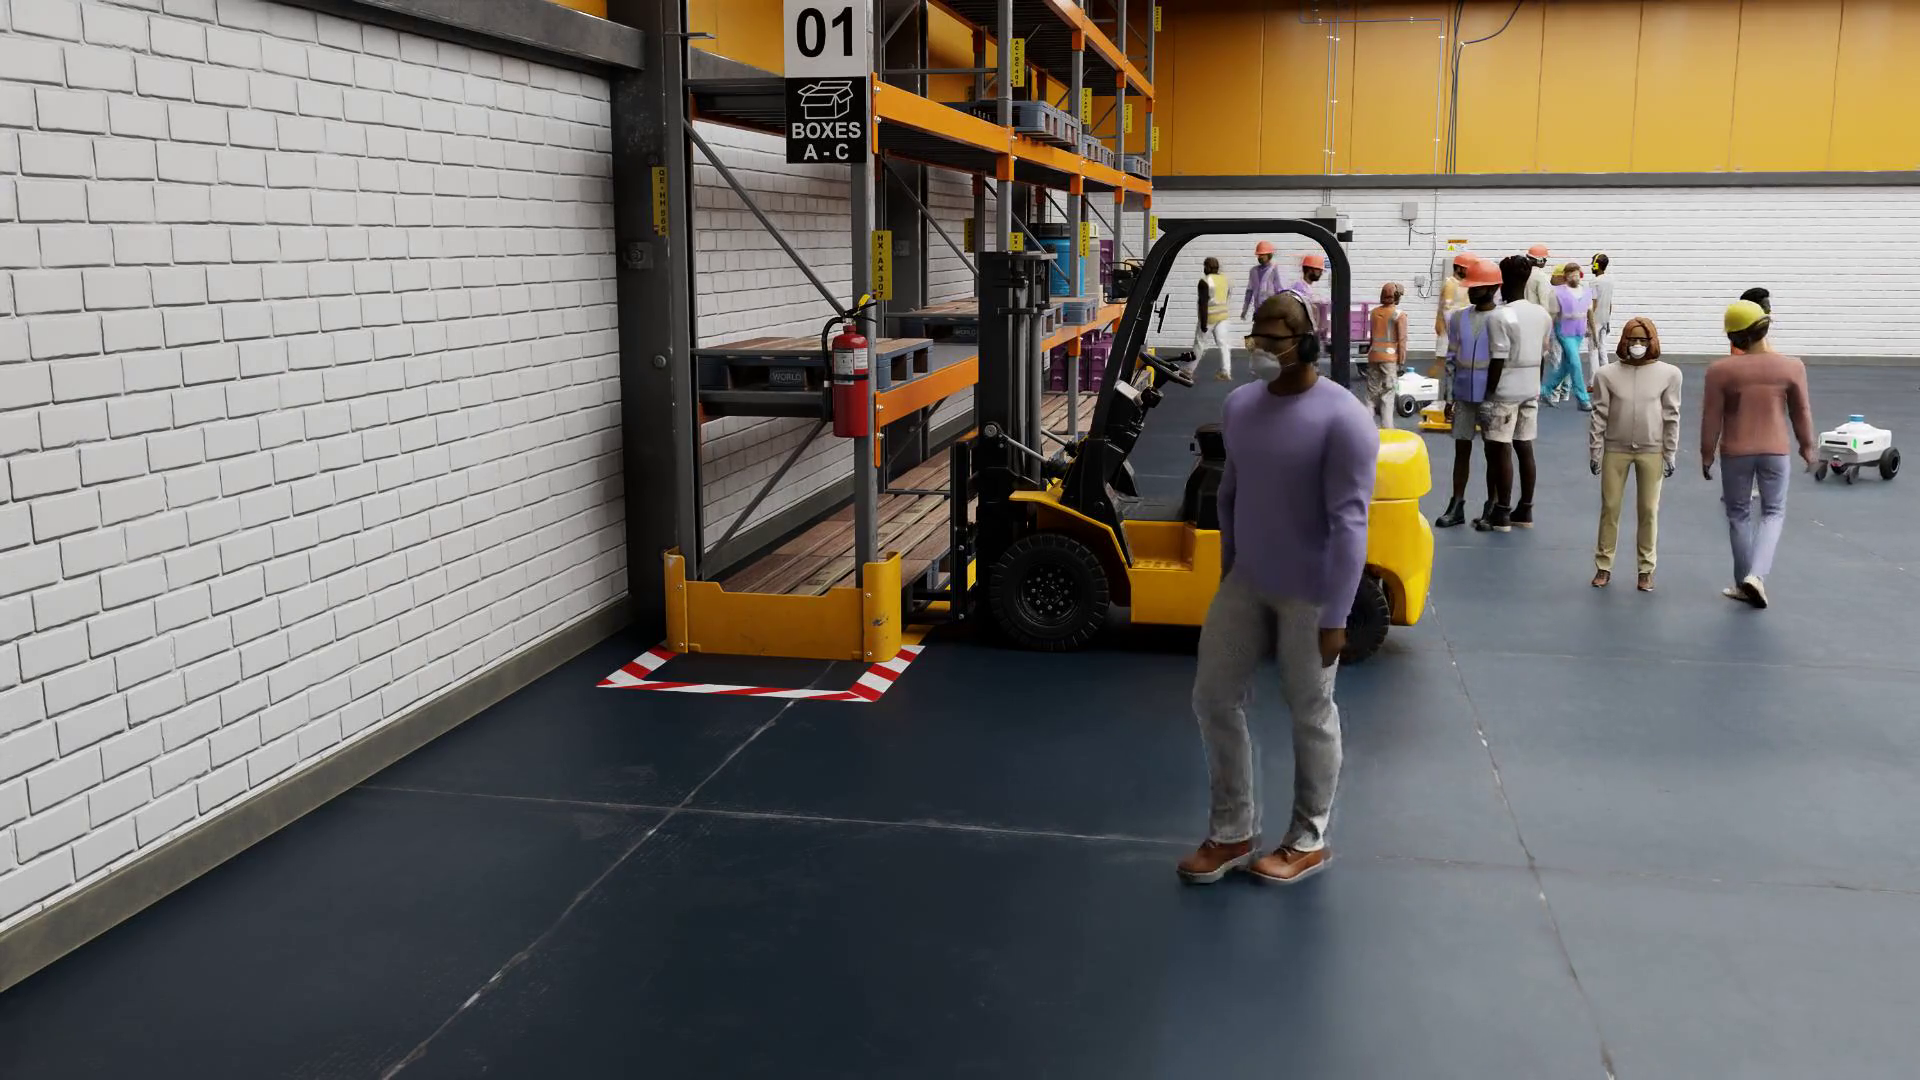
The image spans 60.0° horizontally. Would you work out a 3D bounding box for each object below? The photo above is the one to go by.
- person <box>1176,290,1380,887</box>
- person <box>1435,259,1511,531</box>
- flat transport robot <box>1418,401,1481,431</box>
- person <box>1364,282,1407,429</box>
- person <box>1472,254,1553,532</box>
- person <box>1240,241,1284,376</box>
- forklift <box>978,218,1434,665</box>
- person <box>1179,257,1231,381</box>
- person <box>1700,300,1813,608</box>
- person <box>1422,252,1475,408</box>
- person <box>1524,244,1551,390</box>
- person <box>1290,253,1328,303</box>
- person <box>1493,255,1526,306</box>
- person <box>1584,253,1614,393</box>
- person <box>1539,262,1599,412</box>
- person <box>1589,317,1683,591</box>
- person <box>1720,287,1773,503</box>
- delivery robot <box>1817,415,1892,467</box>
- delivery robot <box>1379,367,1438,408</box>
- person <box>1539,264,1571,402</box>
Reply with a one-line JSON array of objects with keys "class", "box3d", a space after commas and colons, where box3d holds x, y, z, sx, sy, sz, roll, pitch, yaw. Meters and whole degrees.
[{"class": "person", "box3d": [0.951, 0.188, 5.232, 0.669, 1.921, 0.655, -8, 13, -37]}, {"class": "person", "box3d": [3.708, -1.028, 11.873, 0.547, 1.934, 0.376, 9, 14, 40]}, {"class": "flat transport robot", "box3d": [5.498, -1.376, 18.346, 0.652, 0.197, 1.431, 5, 11, 24]}, {"class": "person", "box3d": [4.362, -1.814, 17.034, 0.321, 1.630, 0.514, -6, 12, -30]}, {"class": "person", "box3d": [3.936, -1.044, 11.873, 0.613, 1.963, 0.361, -7, 12, -33]}, {"class": "person", "box3d": [4.507, -3.454, 24.962, 0.743, 2.018, 0.635, -7, 12, -34]}, {"class": "forklift", "box3d": [1.285, -0.567, 8.635, 2.313, 2.155, 1.214, 2, 11, 11]}, {"class": "person", "box3d": [3.657, -3.236, 24.387, 0.642, 1.788, 0.974, -8, 13, -38]}, {"class": "person", "box3d": [4.497, -0.478, 9.393, 0.606, 1.734, 0.516, 3, 11, 16]}, {"class": "person", "box3d": [5.880, -2.513, 20.092, 0.584, 1.908, 0.757, 7, 12, 33]}, {"class": "person", "box3d": [7.669, -2.955, 22.269, 0.391, 1.995, 0.613, -3, 11, -16]}, {"class": "person", "box3d": [3.992, -2.363, 19.306, 0.759, 1.891, 0.546, 3, 11, 15]}, {"class": "person", "box3d": [8.250, -3.322, 24.762, 0.639, 1.821, 0.449, 0, 10, 0]}, {"class": "person", "box3d": [8.526, -2.892, 22.274, 0.532, 1.869, 0.311, -8, 13, -36]}, {"class": "person", "box3d": [7.374, -2.467, 20.135, 0.670, 1.787, 0.876, -5, 11, -25]}, {"class": "person", "box3d": [3.994, -0.509, 9.880, 0.493, 1.624, 0.280, 4, 11, 21]}, {"class": "person", "box3d": [6.230, -1.145, 13.160, 0.318, 1.699, 0.533, 8, 13, 37]}, {"class": "delivery robot", "box3d": [7.725, -0.838, 14.356, 0.707, 0.478, 0.477, -8, 13, -37]}, {"class": "delivery robot", "box3d": [5.278, -1.786, 19.553, 0.707, 0.478, 0.477, -6, 12, -29]}, {"class": "person", "box3d": [7.629, -2.634, 21.206, 0.484, 1.744, 0.294, -8, 13, -36]}]
